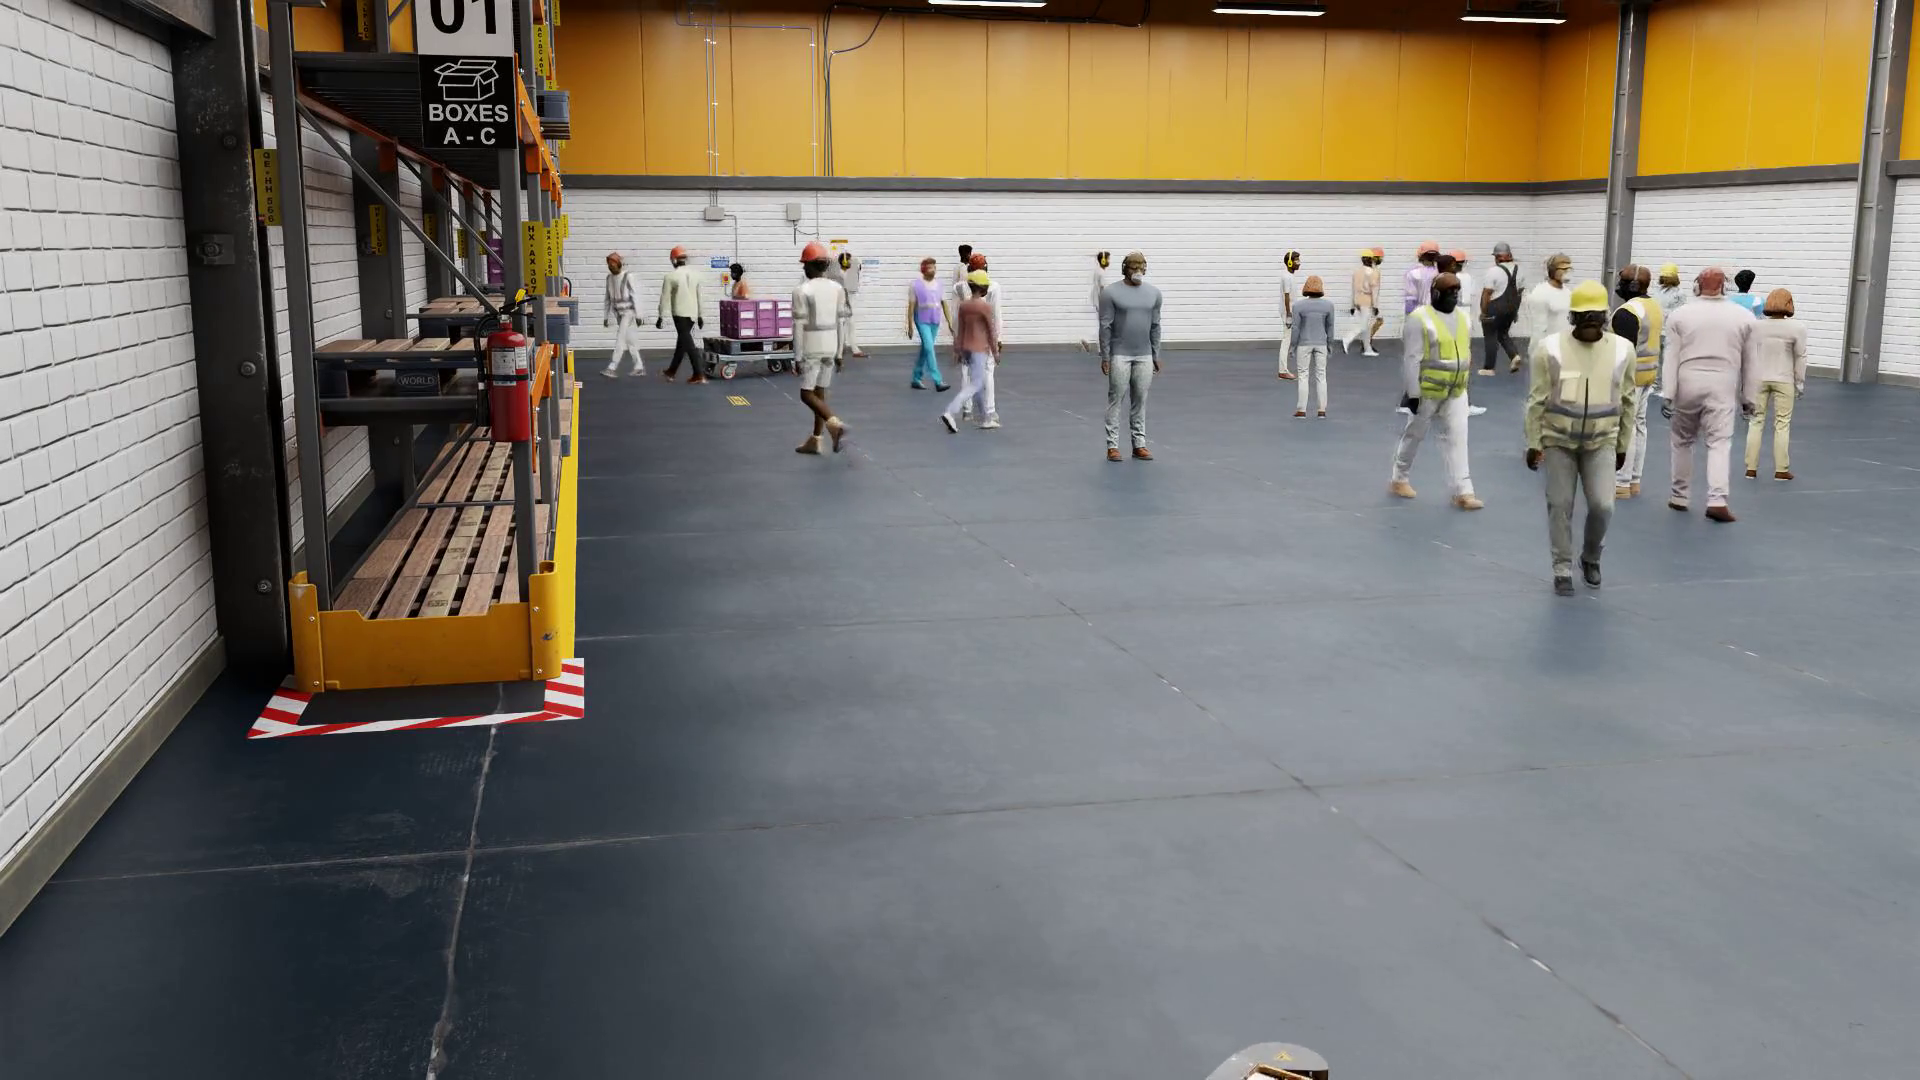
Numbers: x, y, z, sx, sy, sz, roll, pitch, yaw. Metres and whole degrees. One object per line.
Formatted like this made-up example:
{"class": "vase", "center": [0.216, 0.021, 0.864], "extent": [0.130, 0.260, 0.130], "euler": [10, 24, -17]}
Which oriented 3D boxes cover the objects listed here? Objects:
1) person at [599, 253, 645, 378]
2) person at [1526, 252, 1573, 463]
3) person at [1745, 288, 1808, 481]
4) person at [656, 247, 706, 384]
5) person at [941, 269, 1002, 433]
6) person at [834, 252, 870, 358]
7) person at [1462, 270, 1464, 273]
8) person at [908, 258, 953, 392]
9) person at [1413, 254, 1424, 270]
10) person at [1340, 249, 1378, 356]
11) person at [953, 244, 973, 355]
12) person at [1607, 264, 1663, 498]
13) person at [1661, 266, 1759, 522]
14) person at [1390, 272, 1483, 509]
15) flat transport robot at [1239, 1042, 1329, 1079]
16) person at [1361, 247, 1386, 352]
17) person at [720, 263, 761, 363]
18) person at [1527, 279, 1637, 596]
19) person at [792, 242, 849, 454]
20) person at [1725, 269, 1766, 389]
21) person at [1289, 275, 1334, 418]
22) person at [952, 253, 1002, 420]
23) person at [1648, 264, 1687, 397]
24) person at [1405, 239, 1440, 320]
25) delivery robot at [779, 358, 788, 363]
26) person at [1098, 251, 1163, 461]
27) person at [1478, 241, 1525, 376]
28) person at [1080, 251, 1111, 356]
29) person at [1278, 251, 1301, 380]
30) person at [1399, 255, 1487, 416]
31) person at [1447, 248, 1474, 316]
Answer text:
{"class": "person", "center": [-5.057, -3.315, 24.622], "extent": [0.589, 1.835, 0.920], "euler": [9, 14, 41]}
{"class": "person", "center": [5.416, -1.644, 15.150], "extent": [0.637, 1.921, 0.518], "euler": [-7, 12, -33]}
{"class": "person", "center": [6.920, -1.321, 14.146], "extent": [0.497, 1.636, 0.286], "euler": [8, 13, 39]}
{"class": "person", "center": [-3.998, -3.199, 23.731], "extent": [1.018, 1.929, 0.644], "euler": [8, 13, 39]}
{"class": "person", "center": [0.128, -2.011, 17.708], "extent": [0.854, 1.735, 0.515], "euler": [-7, 12, -34]}
{"class": "person", "center": [-2.061, -4.040, 28.689], "extent": [0.943, 1.832, 0.534], "euler": [-2, 10, -12]}
{"class": "person", "center": [8.110, -3.813, 27.504], "extent": [0.802, 1.812, 0.648], "euler": [1, 10, 4]}
{"class": "person", "center": [-0.411, -2.898, 22.440], "extent": [0.592, 1.794, 0.965], "euler": [-9, 13, -40]}
{"class": "person", "center": [8.190, -4.214, 29.400], "extent": [0.410, 1.913, 0.558], "euler": [-1, 10, -8]}
{"class": "person", "center": [7.024, -4.147, 29.132], "extent": [0.784, 1.886, 0.593], "euler": [-4, 11, -22]}
{"class": "person", "center": [0.057, -4.241, 29.410], "extent": [0.362, 1.963, 0.614], "euler": [-3, 11, -15]}
{"class": "person", "center": [5.298, -1.256, 13.213], "extent": [0.429, 1.847, 0.625], "euler": [9, 13, 40]}
{"class": "person", "center": [5.513, -1.076, 12.236], "extent": [0.660, 1.856, 0.839], "euler": [3, 11, 18]}
{"class": "person", "center": [3.678, -1.167, 12.869], "extent": [0.644, 1.795, 0.973], "euler": [-4, 11, -21]}
{"class": "flat transport robot", "center": [0.543, 1.358, 3.086], "extent": [0.652, 0.197, 1.431], "euler": [7, 13, 35]}
{"class": "person", "center": [7.486, -4.345, 30.144], "extent": [0.447, 1.914, 0.538], "euler": [-3, 11, -16]}
{"class": "person", "center": [-3.675, -3.736, 27.491], "extent": [0.841, 1.644, 0.622], "euler": [-3, 11, -17]}
{"class": "person", "center": [3.547, -0.577, 9.525], "extent": [0.597, 1.813, 0.420], "euler": [3, 11, 14]}
{"class": "person", "center": [-1.292, -1.774, 15.595], "extent": [0.611, 2.024, 0.757], "euler": [-10, 14, -43]}
{"class": "person", "center": [9.054, -2.285, 19.318], "extent": [0.539, 1.695, 0.318], "euler": [6, 12, 30]}
{"class": "person", "center": [4.029, -2.205, 19.053], "extent": [0.508, 1.632, 0.264], "euler": [-1, 10, -3]}
{"class": "person", "center": [0.198, -2.284, 18.801], "extent": [0.574, 1.883, 0.355], "euler": [2, 10, 11]}
{"class": "person", "center": [9.200, -2.719, 21.698], "extent": [0.446, 1.732, 0.547], "euler": [-7, 13, -35]}
{"class": "person", "center": [5.838, -2.732, 20.837], "extent": [0.610, 2.042, 0.396], "euler": [-1, 10, -6]}
{"class": "delivery robot", "center": [-2.749, -2.985, 26.103], "extent": [0.477, 0.478, 0.707], "euler": [5, 11, 27]}
{"class": "person", "center": [1.582, -1.696, 15.394], "extent": [0.631, 1.939, 0.372], "euler": [-3, 11, -18]}
{"class": "person", "center": [8.085, -3.469, 24.925], "extent": [0.692, 2.000, 0.617], "euler": [-5, 11, -26]}
{"class": "person", "center": [2.431, -4.115, 29.059], "extent": [0.570, 1.850, 0.514], "euler": [-1, 10, -7]}
{"class": "person", "center": [4.848, -3.292, 24.424], "extent": [0.328, 1.872, 0.514], "euler": [2, 10, 12]}
{"class": "person", "center": [5.621, -2.374, 19.348], "extent": [0.993, 1.863, 0.609], "euler": [3, 11, 18]}
{"class": "person", "center": [6.595, -2.945, 22.338], "extent": [0.569, 1.924, 0.496], "euler": [-10, 14, -44]}
